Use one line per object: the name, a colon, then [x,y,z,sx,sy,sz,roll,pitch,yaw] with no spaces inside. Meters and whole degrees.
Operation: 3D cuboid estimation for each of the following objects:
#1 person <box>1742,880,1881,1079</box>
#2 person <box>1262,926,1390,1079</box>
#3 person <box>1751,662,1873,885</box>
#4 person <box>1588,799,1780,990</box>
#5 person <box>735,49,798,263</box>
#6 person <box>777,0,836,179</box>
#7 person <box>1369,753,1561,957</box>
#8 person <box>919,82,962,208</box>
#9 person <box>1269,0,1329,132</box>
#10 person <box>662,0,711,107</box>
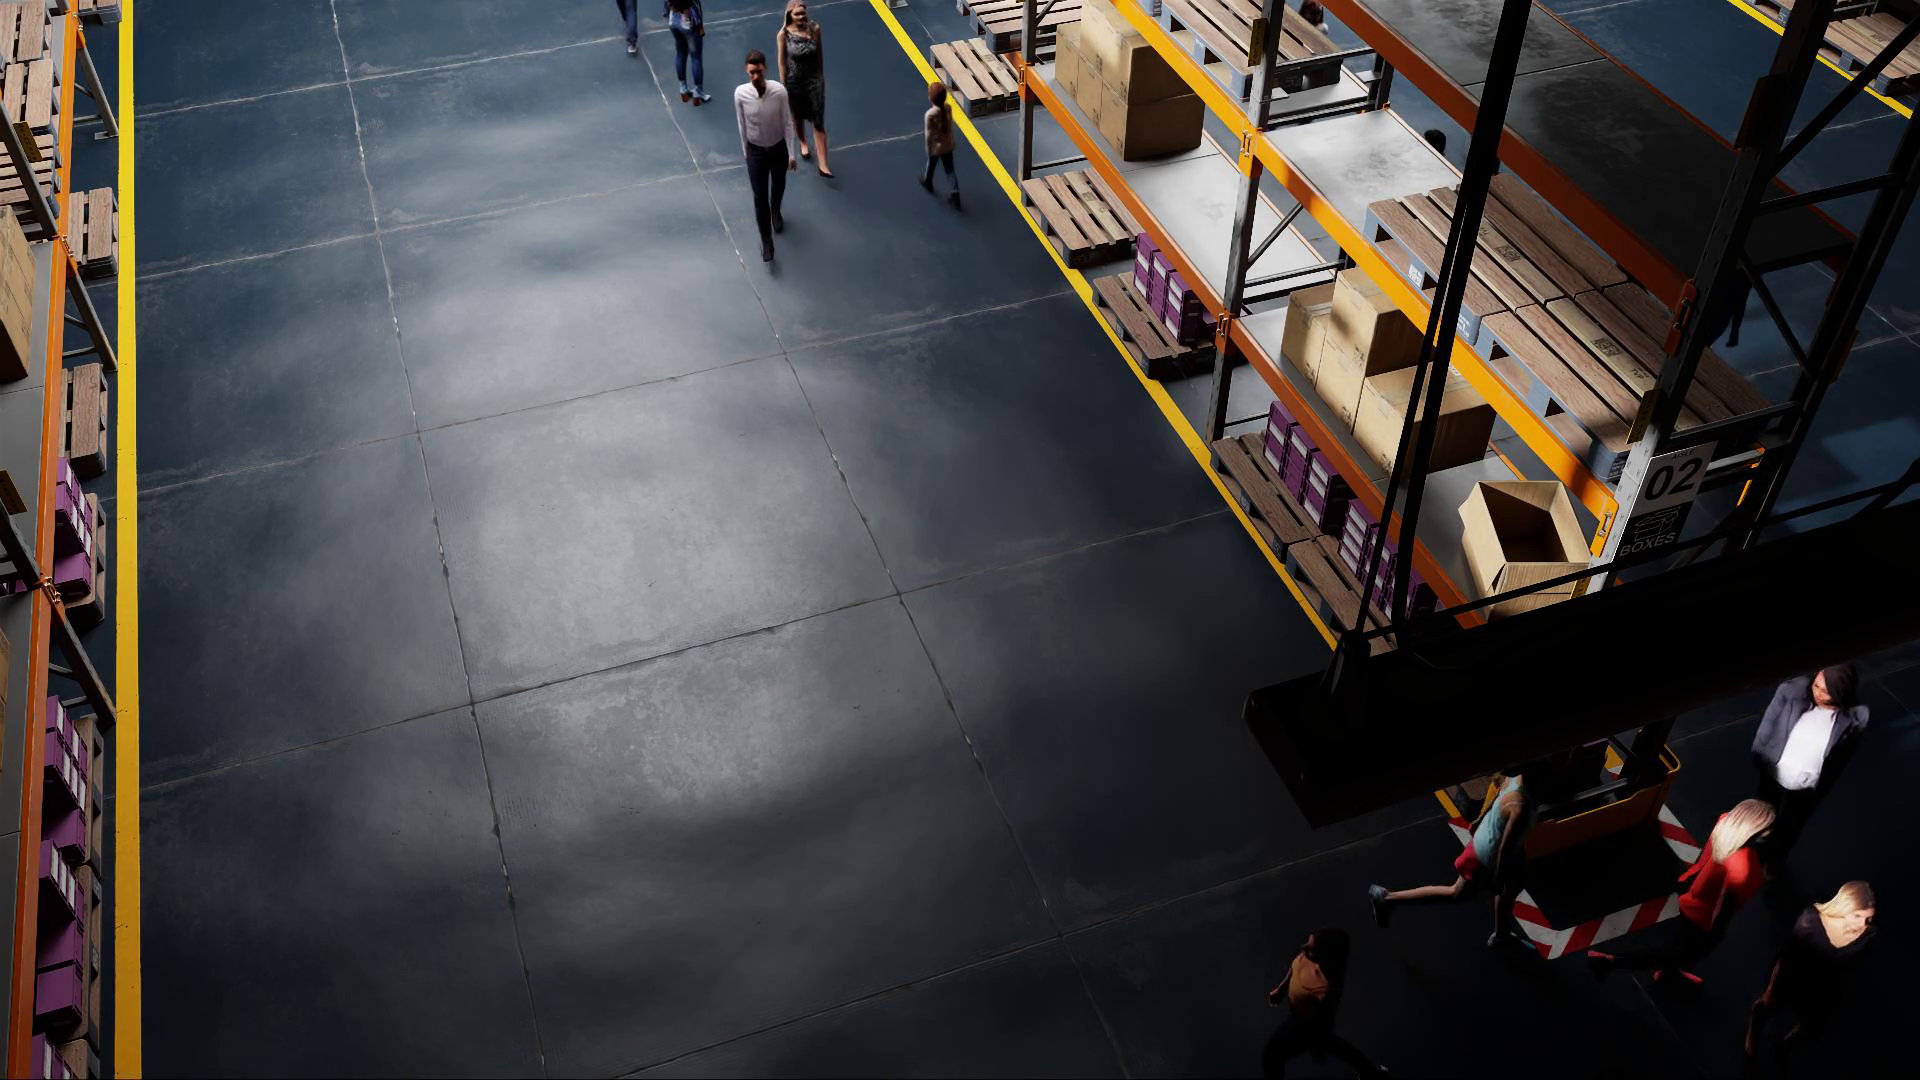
person: [4.393,2.218,8.687,0.668,1.665,0.710,9,44,10]
person: [1.861,2.440,8.495,0.928,1.608,1.056,4,44,4]
person: [4.948,1.243,9.772,0.887,1.579,0.942,21,48,21]
person: [3.908,1.956,8.953,0.973,1.678,0.993,6,44,6]
person: [-1.672,-3.452,14.520,0.827,1.827,1.262,-5,44,-5]
person: [-1.482,-4.287,15.513,0.664,1.667,1.044,-10,45,-11]
person: [2.864,1.704,9.182,1.174,1.727,1.186,15,46,15]
person: [-0.146,-3.576,15.127,0.578,1.170,0.860,-22,48,-21]
person: [3.089,-4.231,15.425,0.657,1.707,1.163,-12,45,-12]
person: [-2.716,-5.066,16.364,0.689,1.622,0.765,22,48,22]
